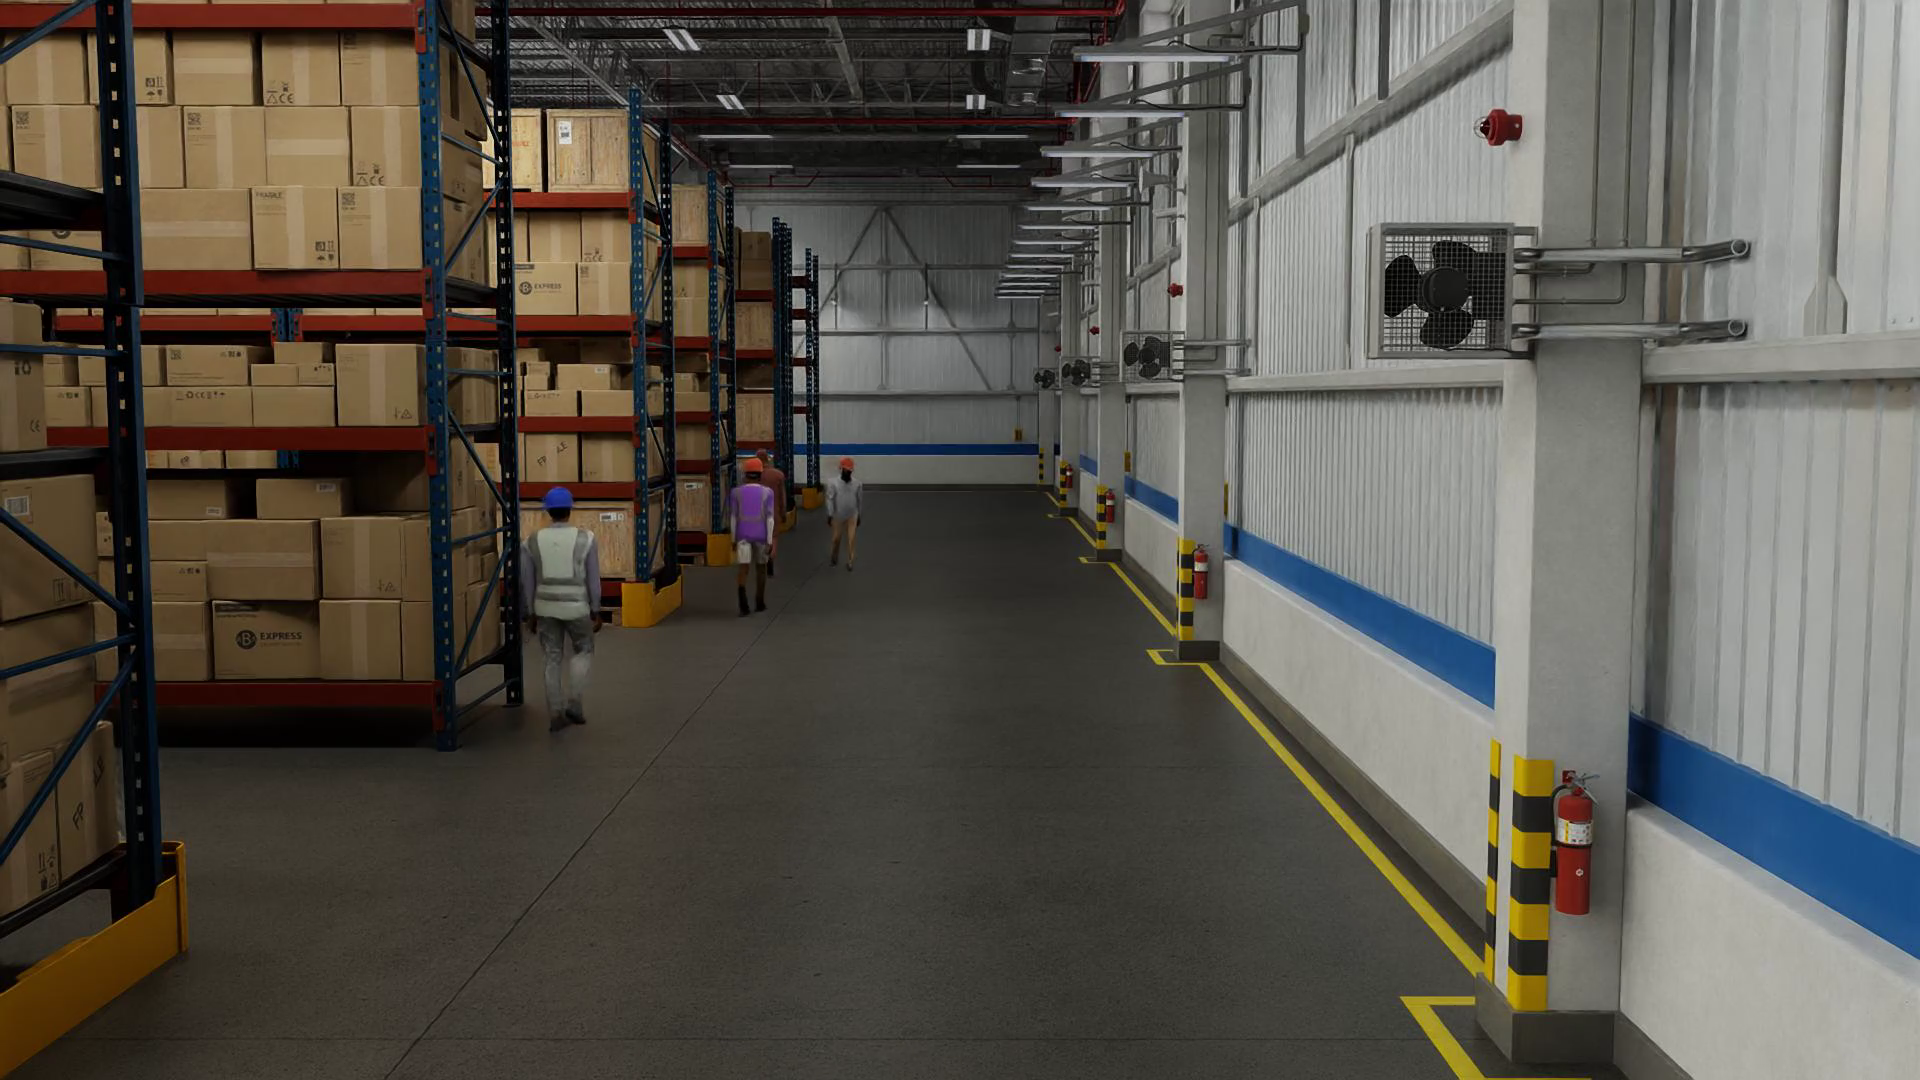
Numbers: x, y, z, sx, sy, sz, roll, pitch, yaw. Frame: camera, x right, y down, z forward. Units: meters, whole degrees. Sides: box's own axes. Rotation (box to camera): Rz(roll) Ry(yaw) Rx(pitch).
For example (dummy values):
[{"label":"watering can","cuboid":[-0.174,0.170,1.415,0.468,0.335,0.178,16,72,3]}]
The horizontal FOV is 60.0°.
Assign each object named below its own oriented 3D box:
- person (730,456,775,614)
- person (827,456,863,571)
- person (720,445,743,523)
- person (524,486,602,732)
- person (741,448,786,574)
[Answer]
[{"label":"person","cuboid":[-2.519,-0.051,20.086,0.545,1.918,0.815,0,5,4]},{"label":"person","cuboid":[-1.744,-0.402,25.139,0.575,1.736,0.490,-1,5,-14]},{"label":"person","cuboid":[-4.160,-0.766,29.054,0.873,1.792,0.621,4,6,40]},{"label":"person","cuboid":[-3.122,0.540,13.094,0.630,1.925,0.442,0,5,2]},{"label":"person","cuboid":[-2.875,-0.405,24.362,0.654,1.885,0.709,0,5,-1]}]
